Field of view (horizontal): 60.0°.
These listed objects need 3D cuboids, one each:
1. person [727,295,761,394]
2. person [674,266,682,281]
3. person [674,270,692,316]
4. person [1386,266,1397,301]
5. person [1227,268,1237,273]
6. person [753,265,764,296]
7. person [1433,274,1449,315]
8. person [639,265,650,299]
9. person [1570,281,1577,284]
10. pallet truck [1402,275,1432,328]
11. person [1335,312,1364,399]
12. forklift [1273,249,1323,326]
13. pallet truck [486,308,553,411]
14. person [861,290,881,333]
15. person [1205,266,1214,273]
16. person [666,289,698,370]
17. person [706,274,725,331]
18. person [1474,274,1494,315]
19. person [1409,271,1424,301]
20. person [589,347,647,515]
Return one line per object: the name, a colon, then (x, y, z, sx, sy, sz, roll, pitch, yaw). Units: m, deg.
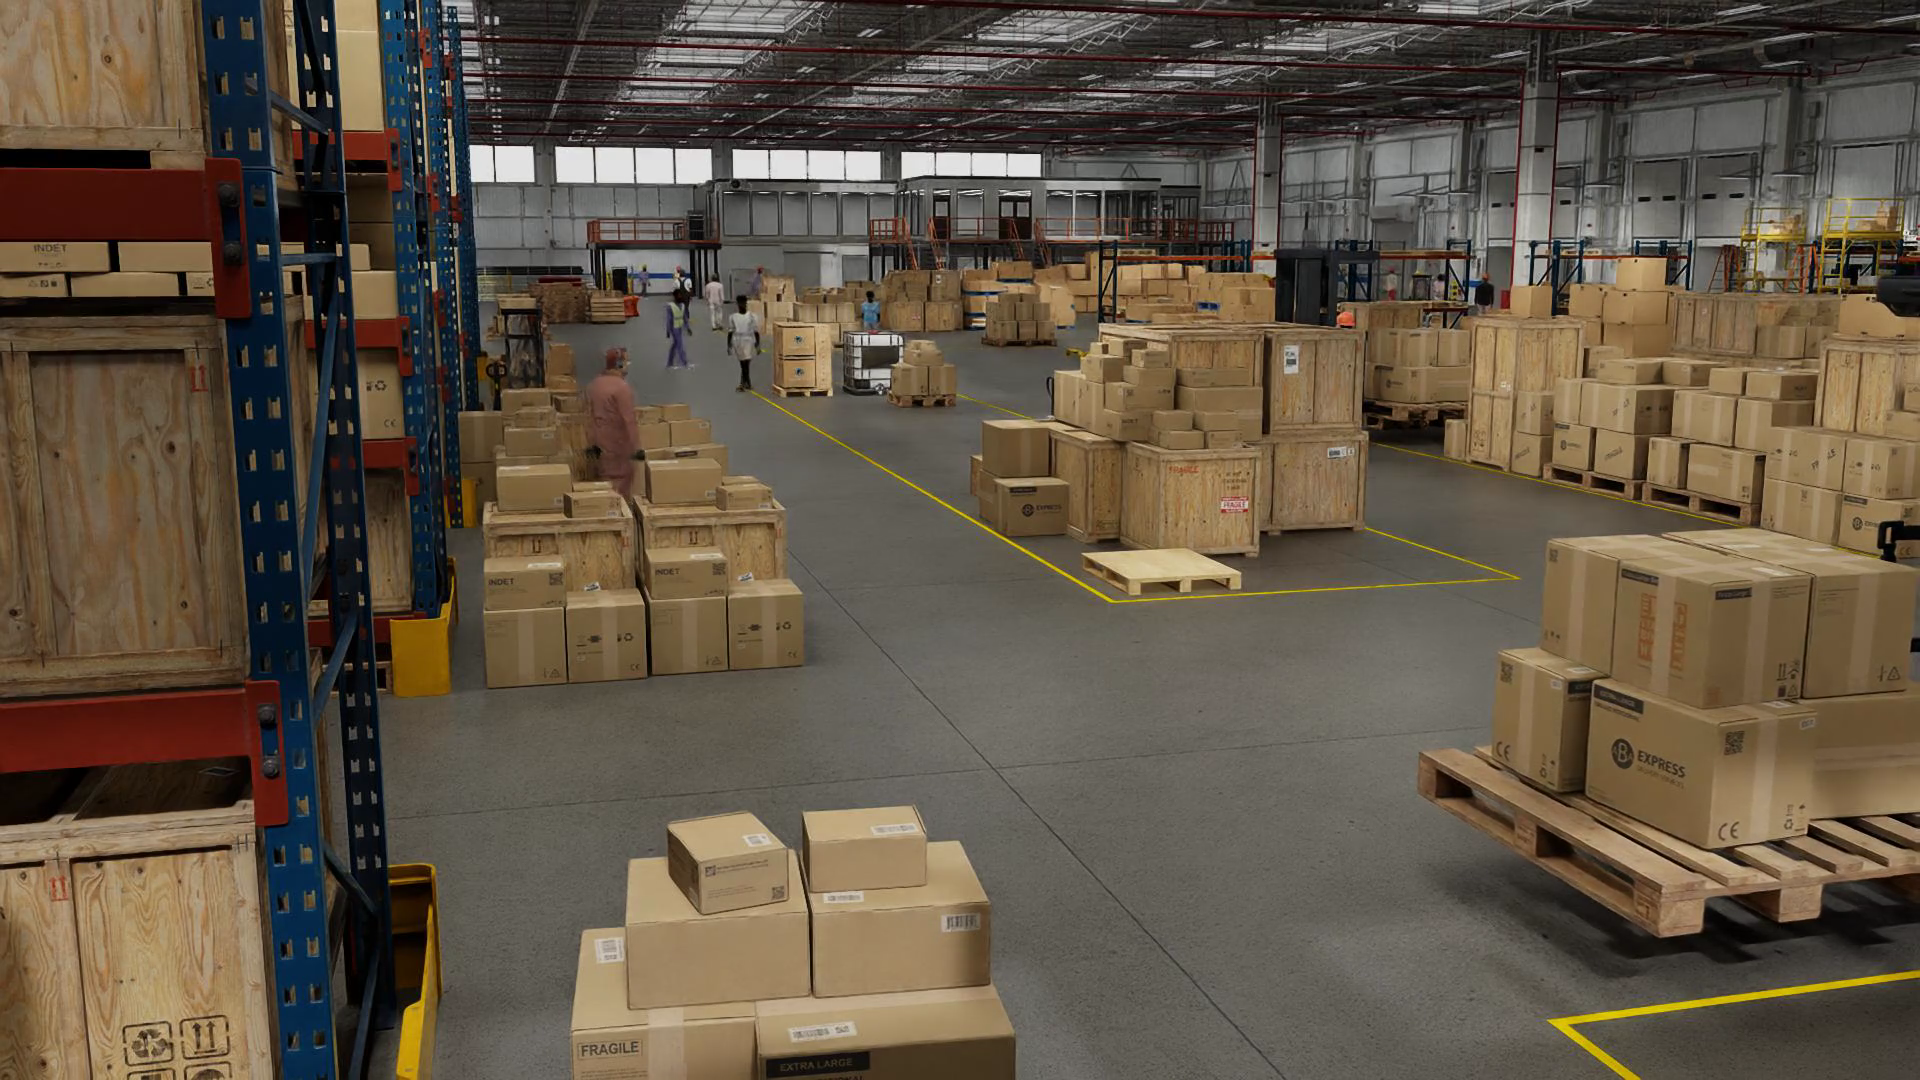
person: (-4.254, -3.842, 32.664, 0.615, 1.915, 1.029, 2, 10, 13)
person: (-13.959, -12.684, 82.789, 0.559, 1.902, 0.947, -5, 11, -28)
person: (-10.557, -9.334, 63.402, 0.677, 2.000, 1.022, -1, 10, -3)
person: (19.198, -11.194, 74.098, 0.648, 1.981, 0.628, -6, 12, -30)
person: (15.967, -15.366, 97.899, 0.645, 1.913, 0.867, -1, 10, -7)
person: (-9.098, -11.414, 75.254, 0.577, 2.015, 0.619, 5, 11, 27)
person: (18.842, -9.529, 65.213, 0.639, 1.795, 0.966, 7, 12, 36)
person: (-17.266, -14.090, 90.775, 0.844, 1.897, 0.593, 10, 14, 43)
person: (18.403, -6.760, 49.401, 0.555, 1.839, 0.631, -9, 14, -42)
pallet truck: (14.620, -7.324, 52.145, 0.823, 1.965, 1.885, 8, 13, 40)
person: (5.139, -2.056, 22.323, 0.619, 1.994, 0.381, -3, 10, -15)
forklift: (4.855, -2.824, 24.162, 1.873, 2.768, 1.129, -3, 10, -15)
pallet truck: (-6.242, -2.418, 24.362, 0.823, 1.965, 1.885, 1, 10, 3)
person: (-2.432, -5.981, 45.458, 0.540, 1.679, 0.587, 1, 10, 5)
person: (12.985, -13.316, 86.573, 0.627, 1.830, 0.437, 6, 12, 32)
person: (-6.495, -4.895, 38.776, 0.997, 1.867, 0.597, 4, 11, 21)
person: (-8.329, -8.115, 56.869, 0.644, 1.898, 0.919, 1, 10, 7)
person: (17.581, -7.949, 55.817, 0.616, 1.955, 0.954, 3, 10, 16)
person: (18.460, -9.939, 67.291, 0.583, 1.886, 0.962, 2, 10, 10)
person: (-3.298, -0.969, 16.485, 0.802, 1.874, 0.665, -7, 12, -35)
